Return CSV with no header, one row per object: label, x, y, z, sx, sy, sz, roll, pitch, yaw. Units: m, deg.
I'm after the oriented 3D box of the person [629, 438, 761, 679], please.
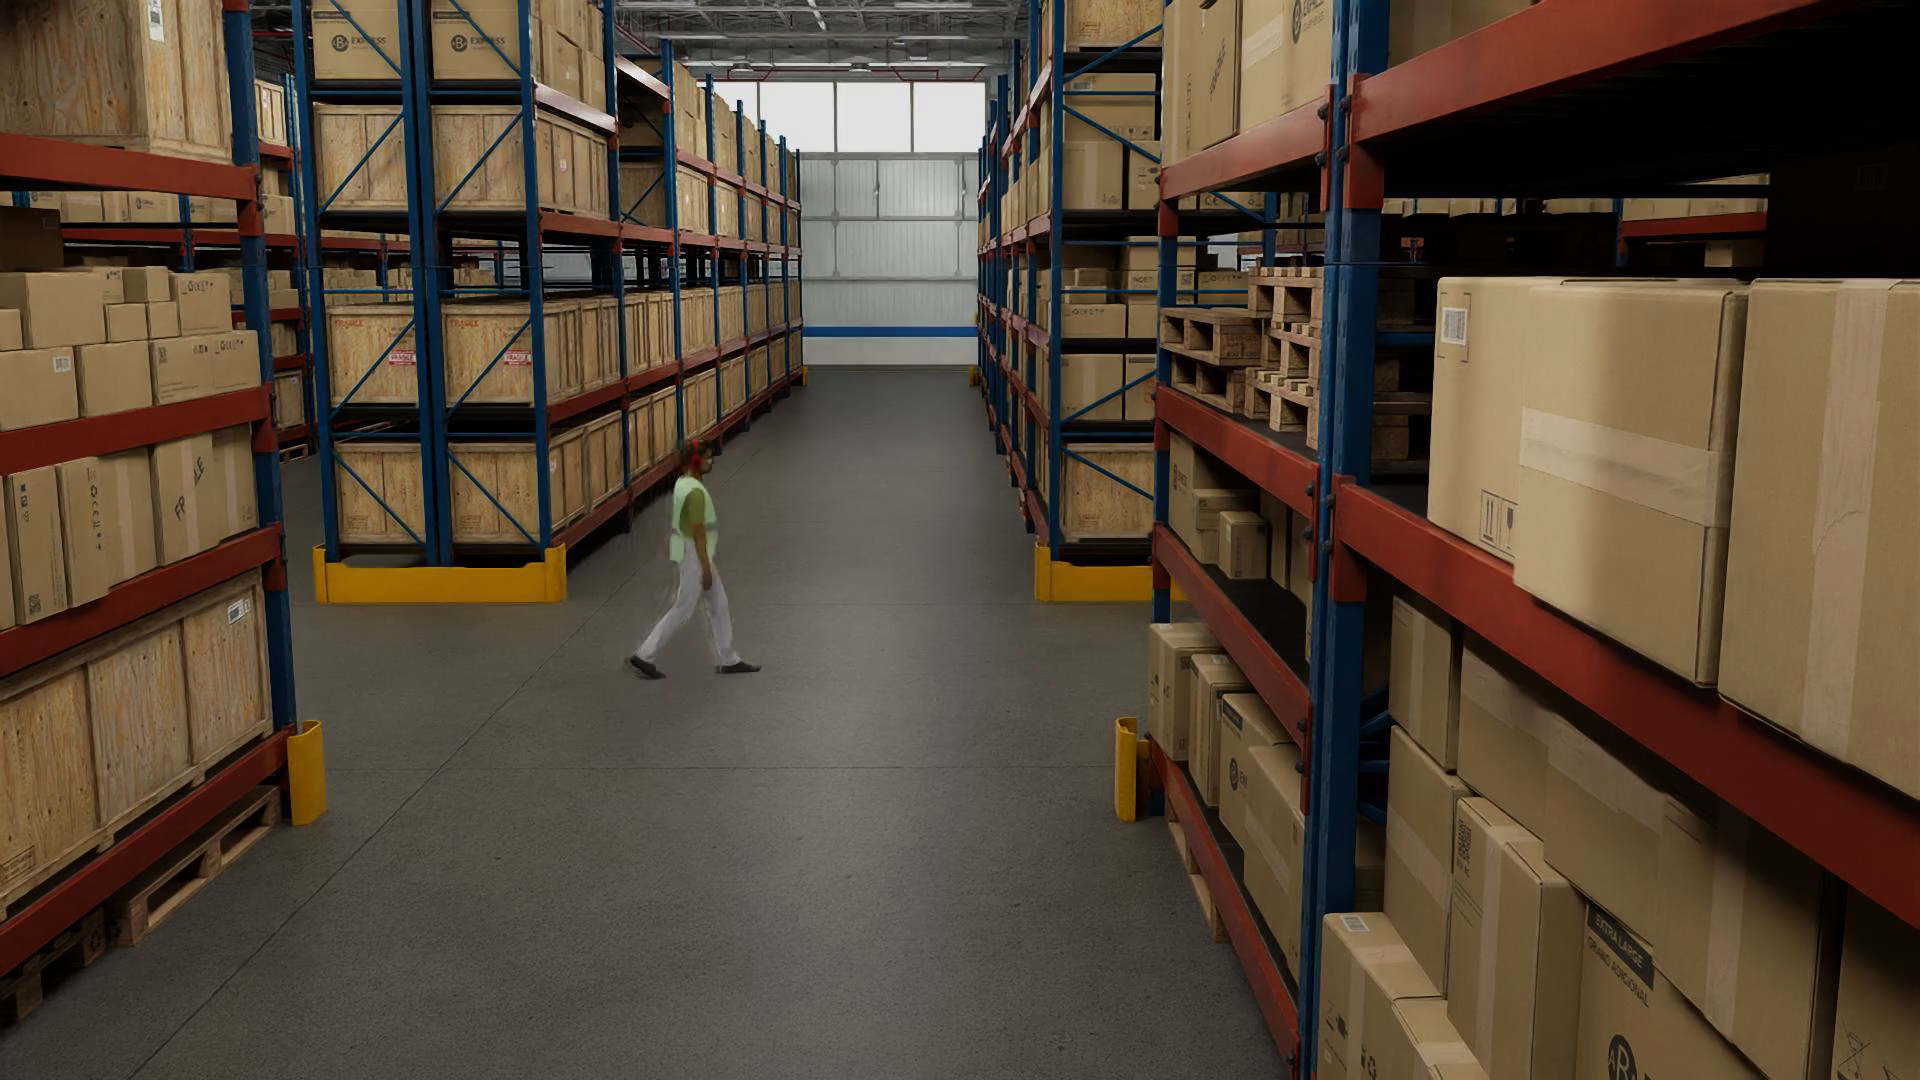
person,-1.995,0.140,12.295,0.936,1.809,0.581,-2,9,-10
